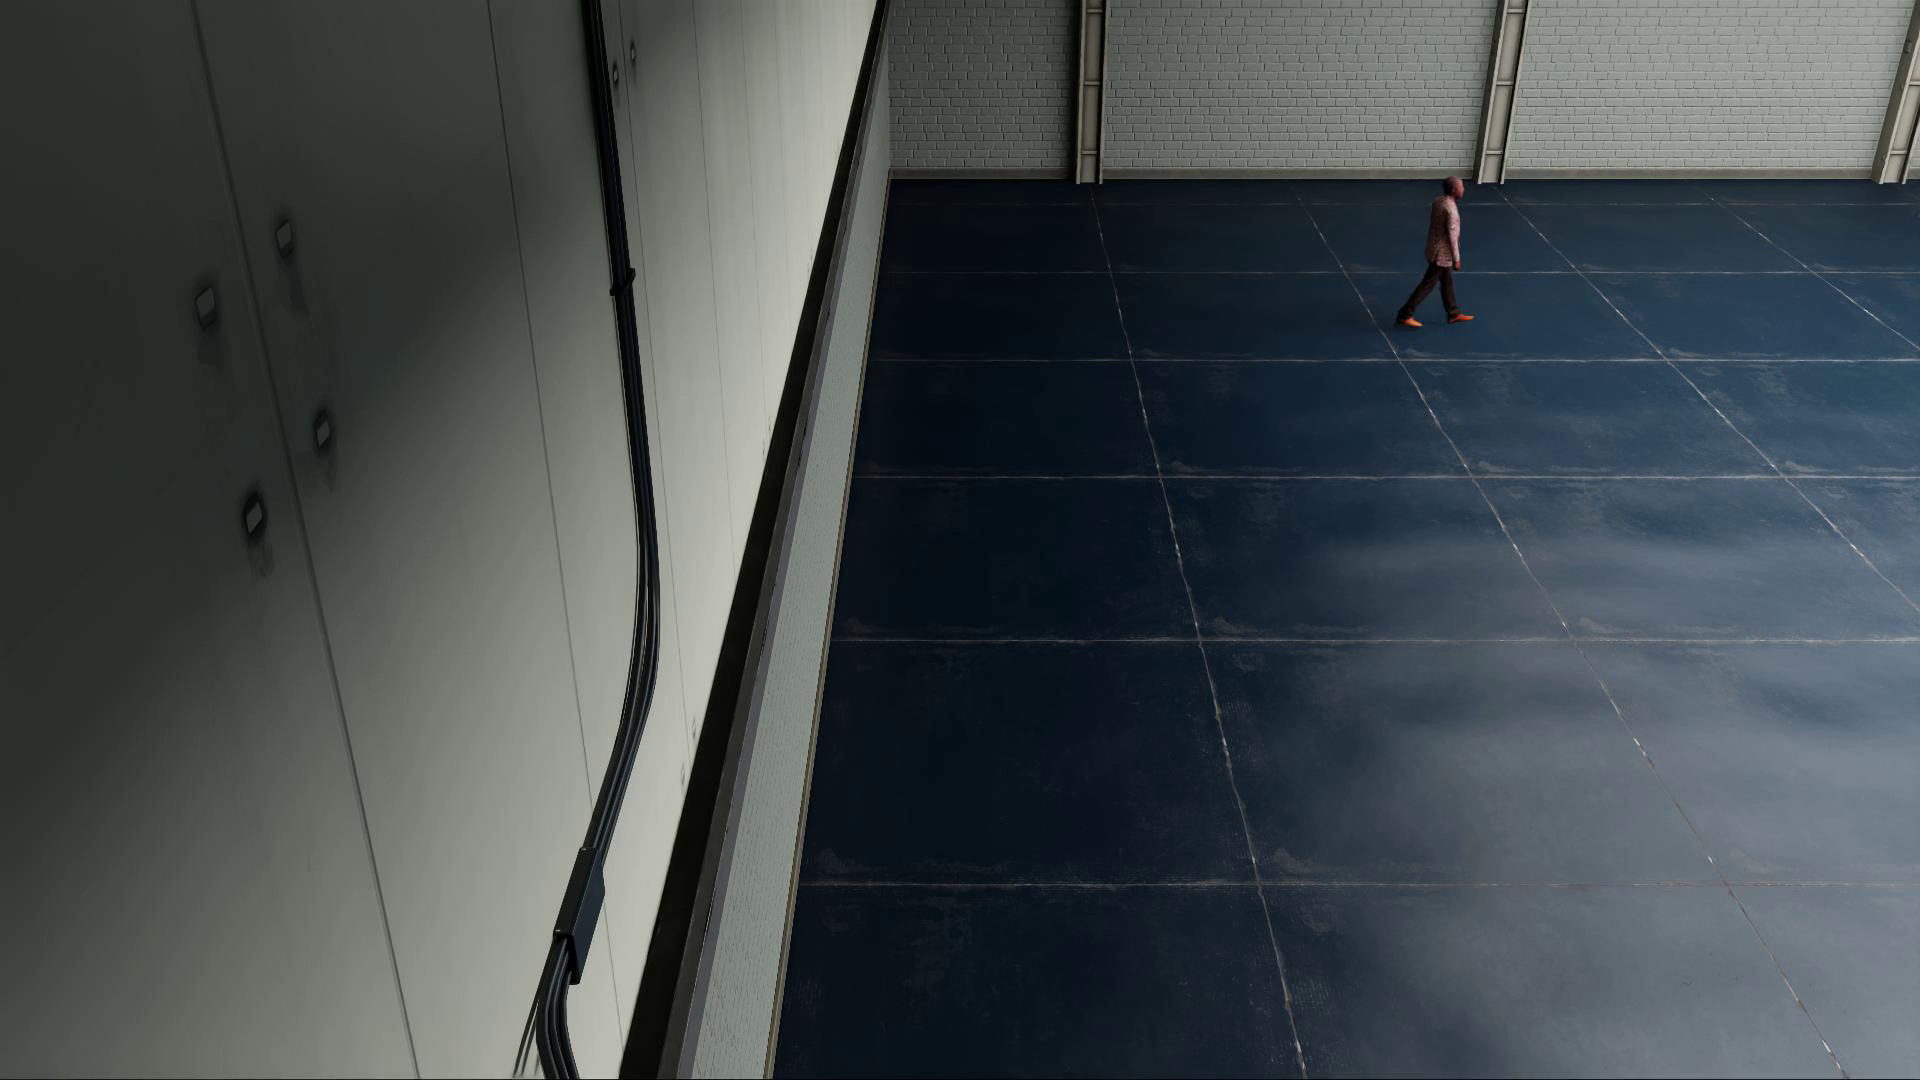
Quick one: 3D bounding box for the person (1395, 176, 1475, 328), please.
[{"bbox_3d":[5.430,-3.267,19.103,1.149,1.763,0.707,0,28,0],"label":"person"}]
